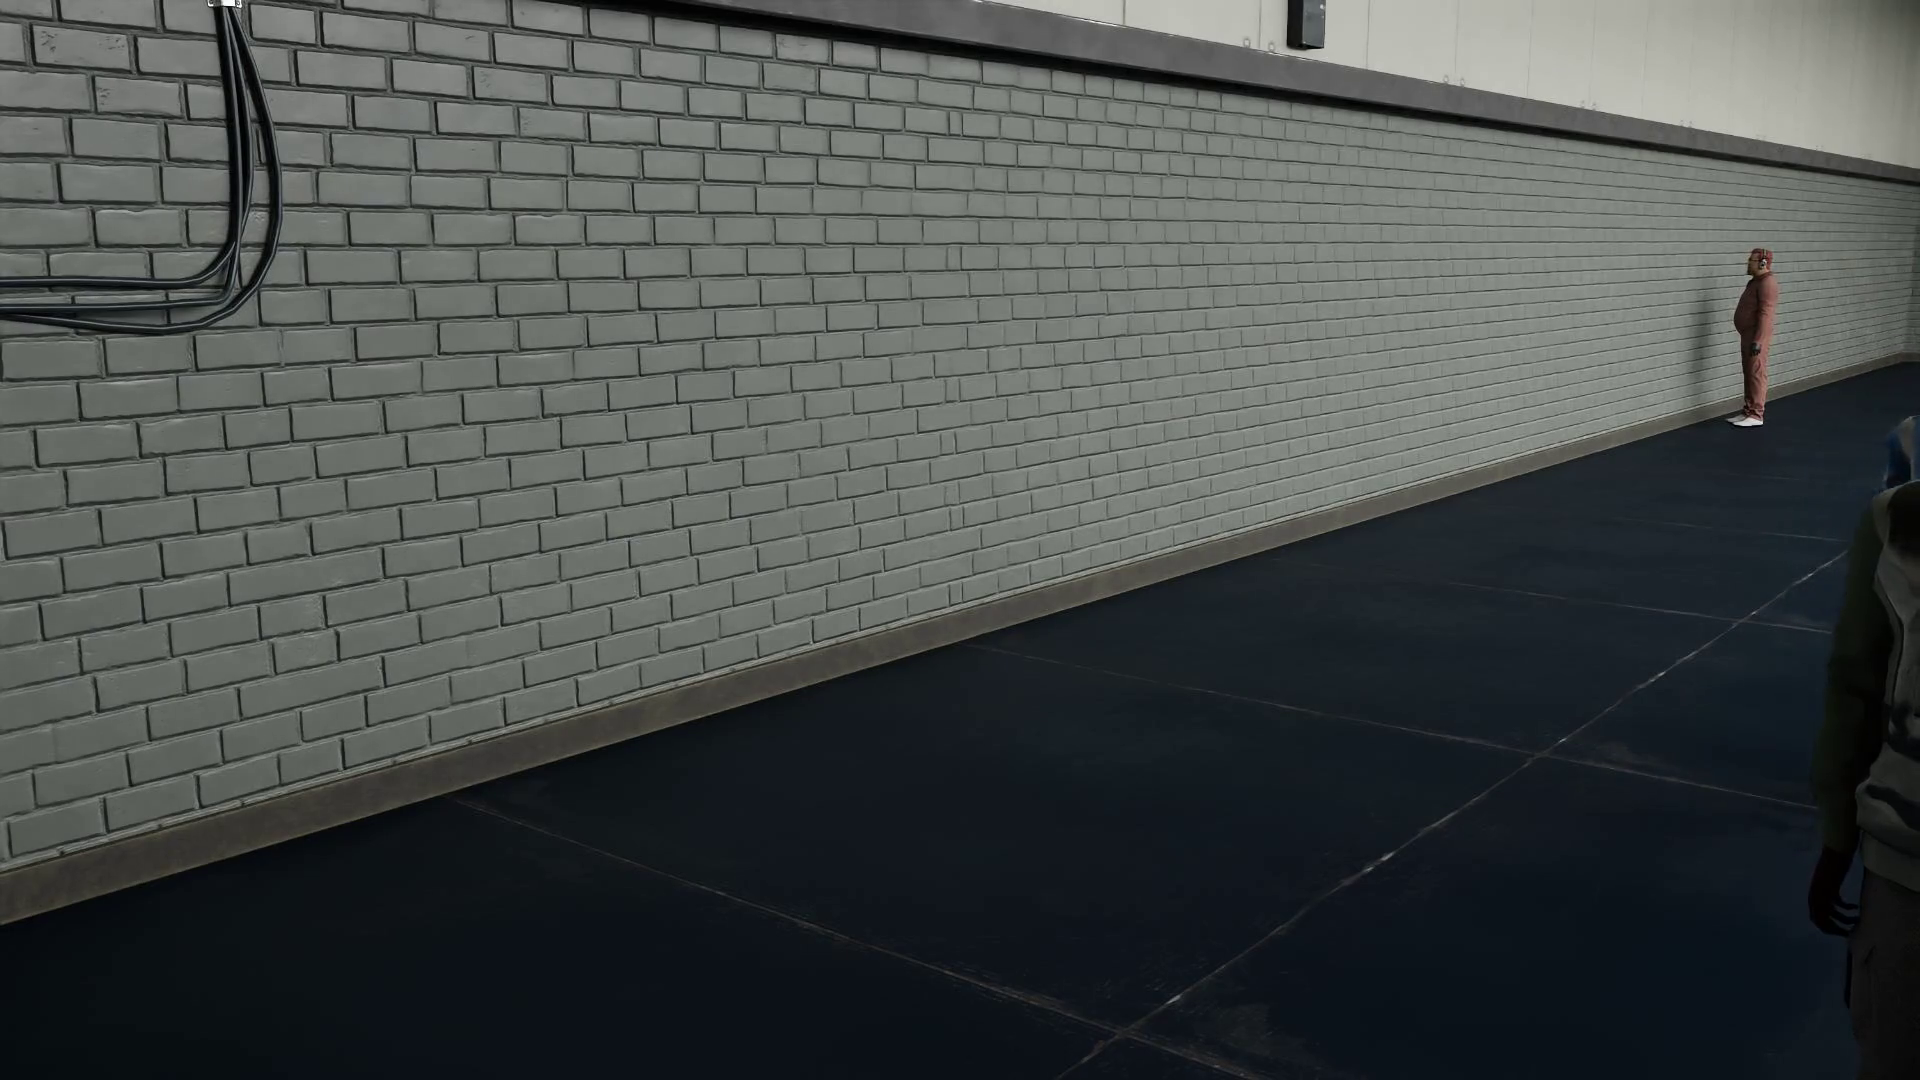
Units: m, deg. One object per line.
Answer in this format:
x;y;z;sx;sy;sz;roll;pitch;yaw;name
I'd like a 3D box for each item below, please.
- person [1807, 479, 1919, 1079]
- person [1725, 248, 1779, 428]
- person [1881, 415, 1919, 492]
1.724;0.543;2.750;0.609;1.950;0.379;10;14;43;person
8.571;-2.185;17.979;0.407;1.913;0.641;3;11;15;person
3.649;0.084;6.069;0.832;1.660;0.546;-7;12;-33;person
